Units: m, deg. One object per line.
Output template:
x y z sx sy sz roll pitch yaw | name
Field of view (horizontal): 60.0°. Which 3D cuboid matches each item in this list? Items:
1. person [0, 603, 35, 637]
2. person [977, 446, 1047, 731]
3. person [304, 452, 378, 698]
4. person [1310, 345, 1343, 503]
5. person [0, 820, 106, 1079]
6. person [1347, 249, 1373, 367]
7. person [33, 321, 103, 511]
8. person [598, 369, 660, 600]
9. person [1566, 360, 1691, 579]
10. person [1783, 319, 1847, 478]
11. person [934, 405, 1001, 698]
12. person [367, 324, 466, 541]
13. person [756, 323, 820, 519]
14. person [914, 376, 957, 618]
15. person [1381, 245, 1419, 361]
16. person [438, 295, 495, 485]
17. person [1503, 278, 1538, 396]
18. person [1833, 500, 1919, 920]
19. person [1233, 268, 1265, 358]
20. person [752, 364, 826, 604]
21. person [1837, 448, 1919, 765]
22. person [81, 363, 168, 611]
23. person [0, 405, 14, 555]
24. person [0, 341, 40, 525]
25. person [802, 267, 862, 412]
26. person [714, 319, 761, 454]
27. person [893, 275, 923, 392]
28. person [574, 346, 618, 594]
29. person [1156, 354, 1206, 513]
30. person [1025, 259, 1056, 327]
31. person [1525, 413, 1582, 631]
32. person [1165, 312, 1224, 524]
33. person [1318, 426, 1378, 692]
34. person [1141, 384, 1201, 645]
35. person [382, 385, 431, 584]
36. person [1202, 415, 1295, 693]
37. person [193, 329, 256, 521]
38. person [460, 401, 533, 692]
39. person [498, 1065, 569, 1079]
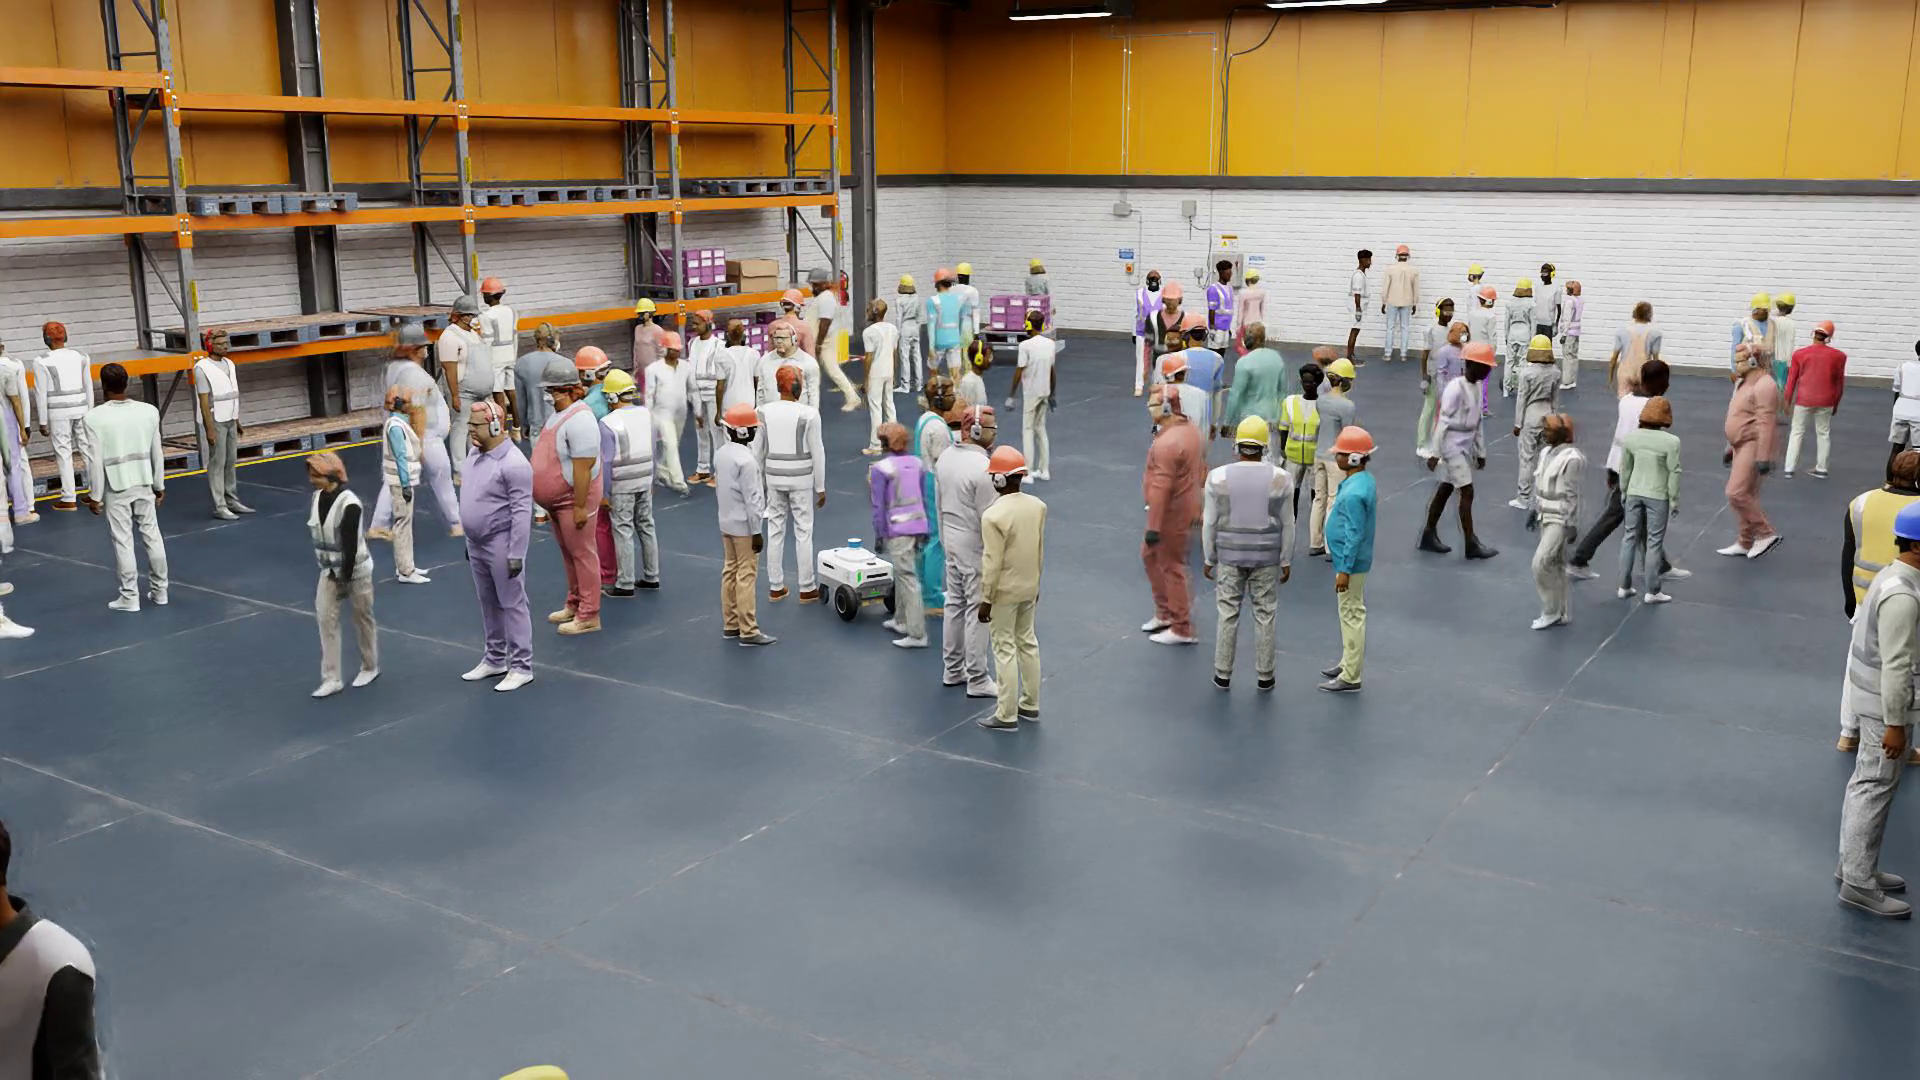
-7.161 -0.185 12.044 0.646 1.838 0.550 -2 13 -7 | person
0.289 0.291 10.173 0.342 1.748 0.573 10 16 37 | person
-4.029 0.224 10.760 0.501 1.600 0.673 6 14 26 | person
3.658 -1.154 16.734 0.531 1.611 0.529 8 15 31 | person
-2.437 1.586 4.218 0.636 1.902 0.508 7 15 29 | person
6.681 -3.887 27.859 0.385 1.957 0.603 3 13 15 | person
-8.865 -1.230 16.513 0.356 1.876 0.575 7 15 29 | person
-2.647 -0.443 13.218 0.404 1.823 0.590 8 15 32 | person
5.532 -0.559 13.653 1.033 1.860 0.597 1 13 3 | person
9.311 -1.539 18.144 0.583 1.732 0.364 3 13 14 | person
0.105 0.068 10.812 0.403 1.903 0.652 -8 15 -30 | person
-4.965 -0.999 15.139 1.016 2.000 0.687 -11 17 -41 | person
-1.676 -1.139 16.043 0.640 1.909 0.409 4 13 16 | person
-0.183 -0.333 12.678 0.347 1.846 0.505 -4 14 -16 | person
7.564 -4.070 28.605 0.630 1.980 0.412 0 13 1 | person
-5.243 -1.613 17.804 0.535 2.000 0.679 2 13 10 | person
8.166 -2.944 24.228 0.487 1.744 0.297 12 17 41 | person
4.331 0.762 7.702 0.399 1.945 0.615 7 15 26 | person
4.532 -3.383 26.111 0.542 1.750 0.367 -7 15 -28 | person
-1.327 -0.434 13.026 0.585 1.885 0.343 4 13 16 | person
5.409 0.377 9.607 0.429 1.842 0.633 -7 14 -26 | person
-6.420 -0.406 12.835 0.377 1.917 0.599 8 15 32 | person
-8.560 -0.649 14.510 0.521 1.639 0.310 -10 16 -36 | person
-9.121 -1.049 15.785 0.517 1.844 0.329 0 13 2 | person
-1.843 -2.751 22.739 0.971 2.000 0.684 -5 14 -22 | person
-2.279 -1.340 17.046 0.506 1.846 0.345 -8 15 -30 | person
-0.778 -3.073 24.823 0.550 1.731 0.332 -11 17 -40 | person
-2.892 -0.562 13.362 0.406 1.988 0.614 3 13 13 | person
2.048 -0.803 14.986 0.577 1.721 0.691 -8 15 -30 | person
1.382 -4.054 29.099 0.549 1.710 0.469 7 15 28 | person
4.361 -0.132 12.291 0.490 1.621 0.541 -1 13 -5 | person
2.190 -1.144 15.800 0.614 2.030 0.409 -6 14 -26 | person
2.547 0.121 10.906 0.321 1.754 0.559 4 14 16 | person
1.447 -0.181 11.928 0.596 1.882 0.673 5 14 21 | person
-4.579 -0.460 13.685 0.308 1.639 0.510 -5 14 -20 | person
1.874 0.098 10.836 0.591 1.833 0.403 2 13 8 | person
-7.158 -1.121 16.096 0.389 1.846 0.564 1 13 4 | person
-3.071 0.036 10.943 0.643 1.909 0.410 11 17 40 | person
-0.843 1.870 3.321 0.339 1.761 0.524 -5 14 -21 | person
